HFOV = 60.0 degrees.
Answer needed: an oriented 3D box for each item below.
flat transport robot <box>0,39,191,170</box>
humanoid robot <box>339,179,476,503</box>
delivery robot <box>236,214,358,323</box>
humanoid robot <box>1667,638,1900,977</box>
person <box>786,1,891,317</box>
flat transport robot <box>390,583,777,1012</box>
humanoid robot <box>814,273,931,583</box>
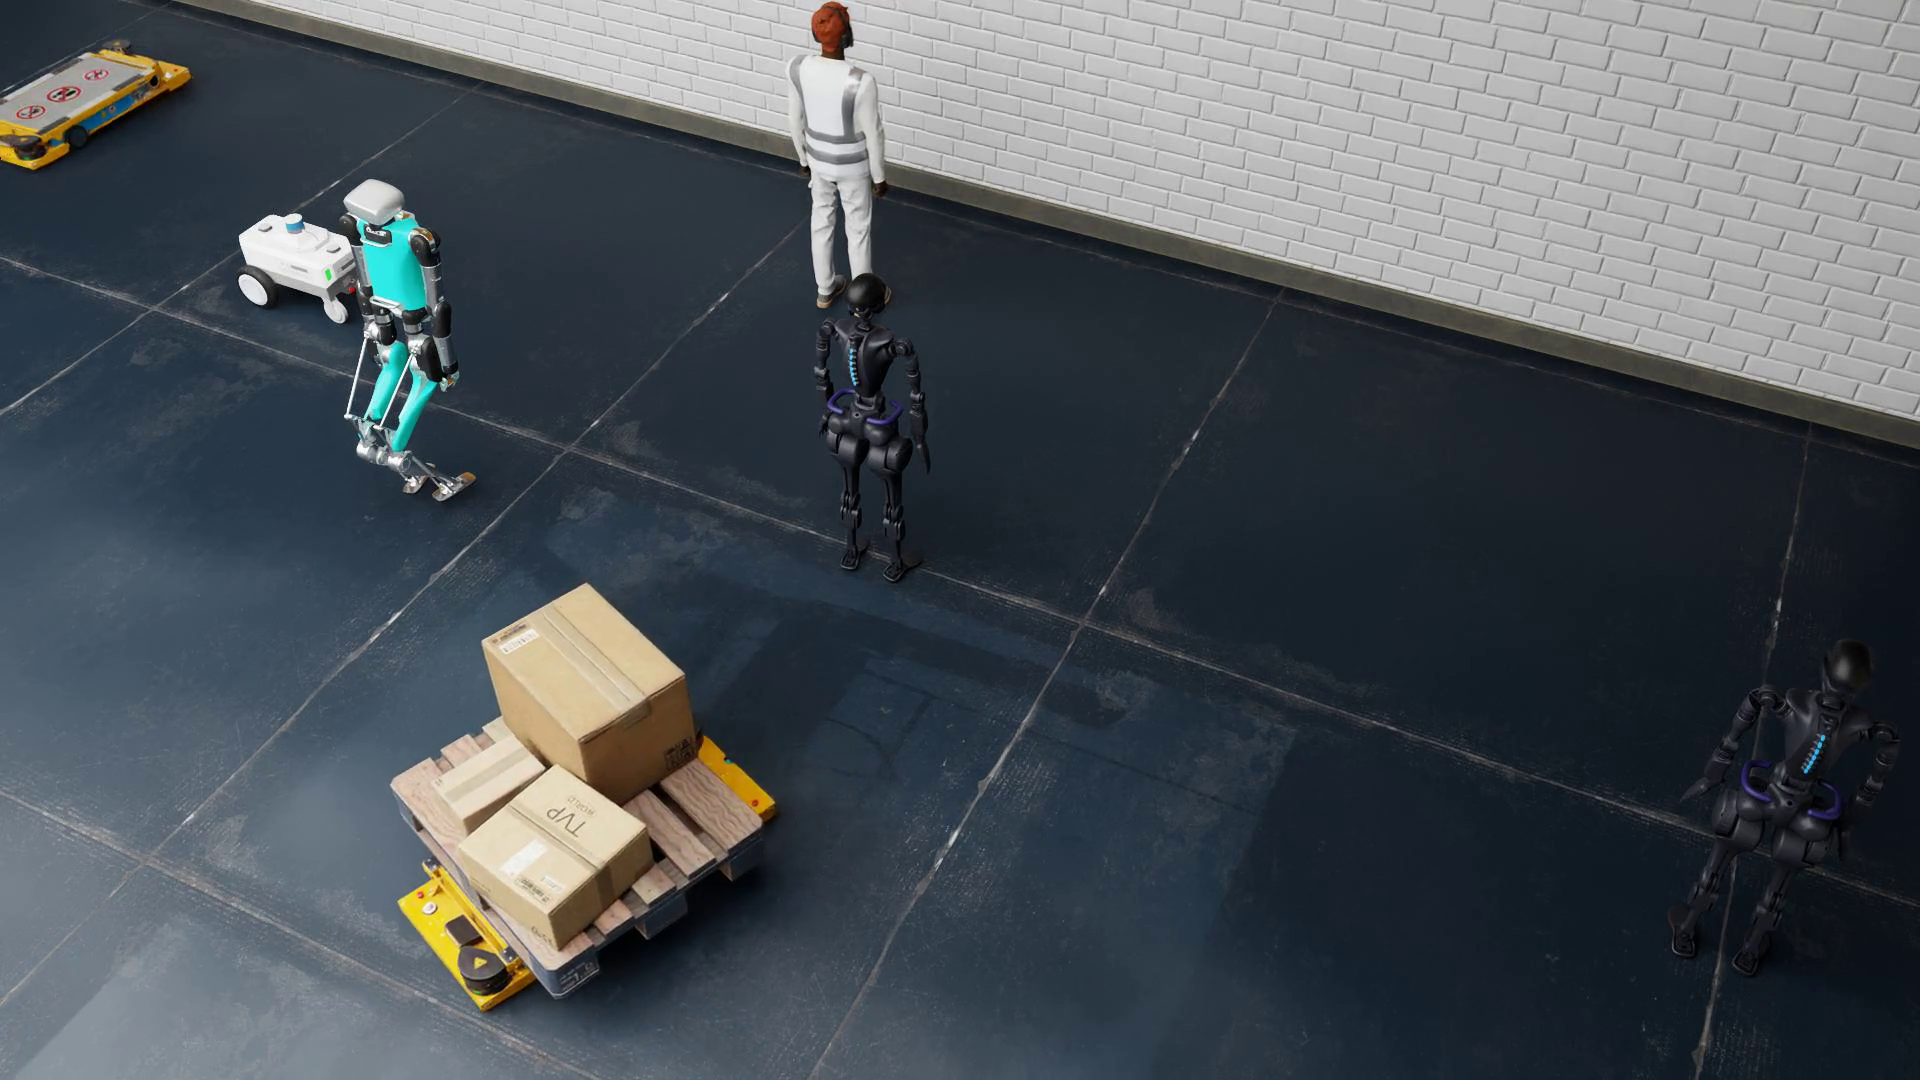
[{"bbox_3d":[-6.115,-3.029,11.523,0.659,0.231,1.431,17,46,18],"label":"flat transport robot"},{"bbox_3d":[-2.759,-0.844,7.987,0.533,1.677,0.735,18,46,19],"label":"humanoid robot"},{"bbox_3d":[-3.861,-1.653,9.807,0.739,0.566,0.499,18,46,19],"label":"delivery robot"},{"bbox_3d":[3.011,0.988,6.141,0.599,1.659,0.315,18,46,19],"label":"humanoid robot"},{"bbox_3d":[-0.666,-2.111,9.346,0.574,1.884,0.356,18,46,19],"label":"person"},{"bbox_3d":[-1.525,1.279,6.876,1.431,0.231,0.659,-32,52,-30],"label":"flat transport robot"},{"bbox_3d":[-0.426,-0.523,7.773,0.599,1.657,0.315,18,46,19],"label":"humanoid robot"}]
